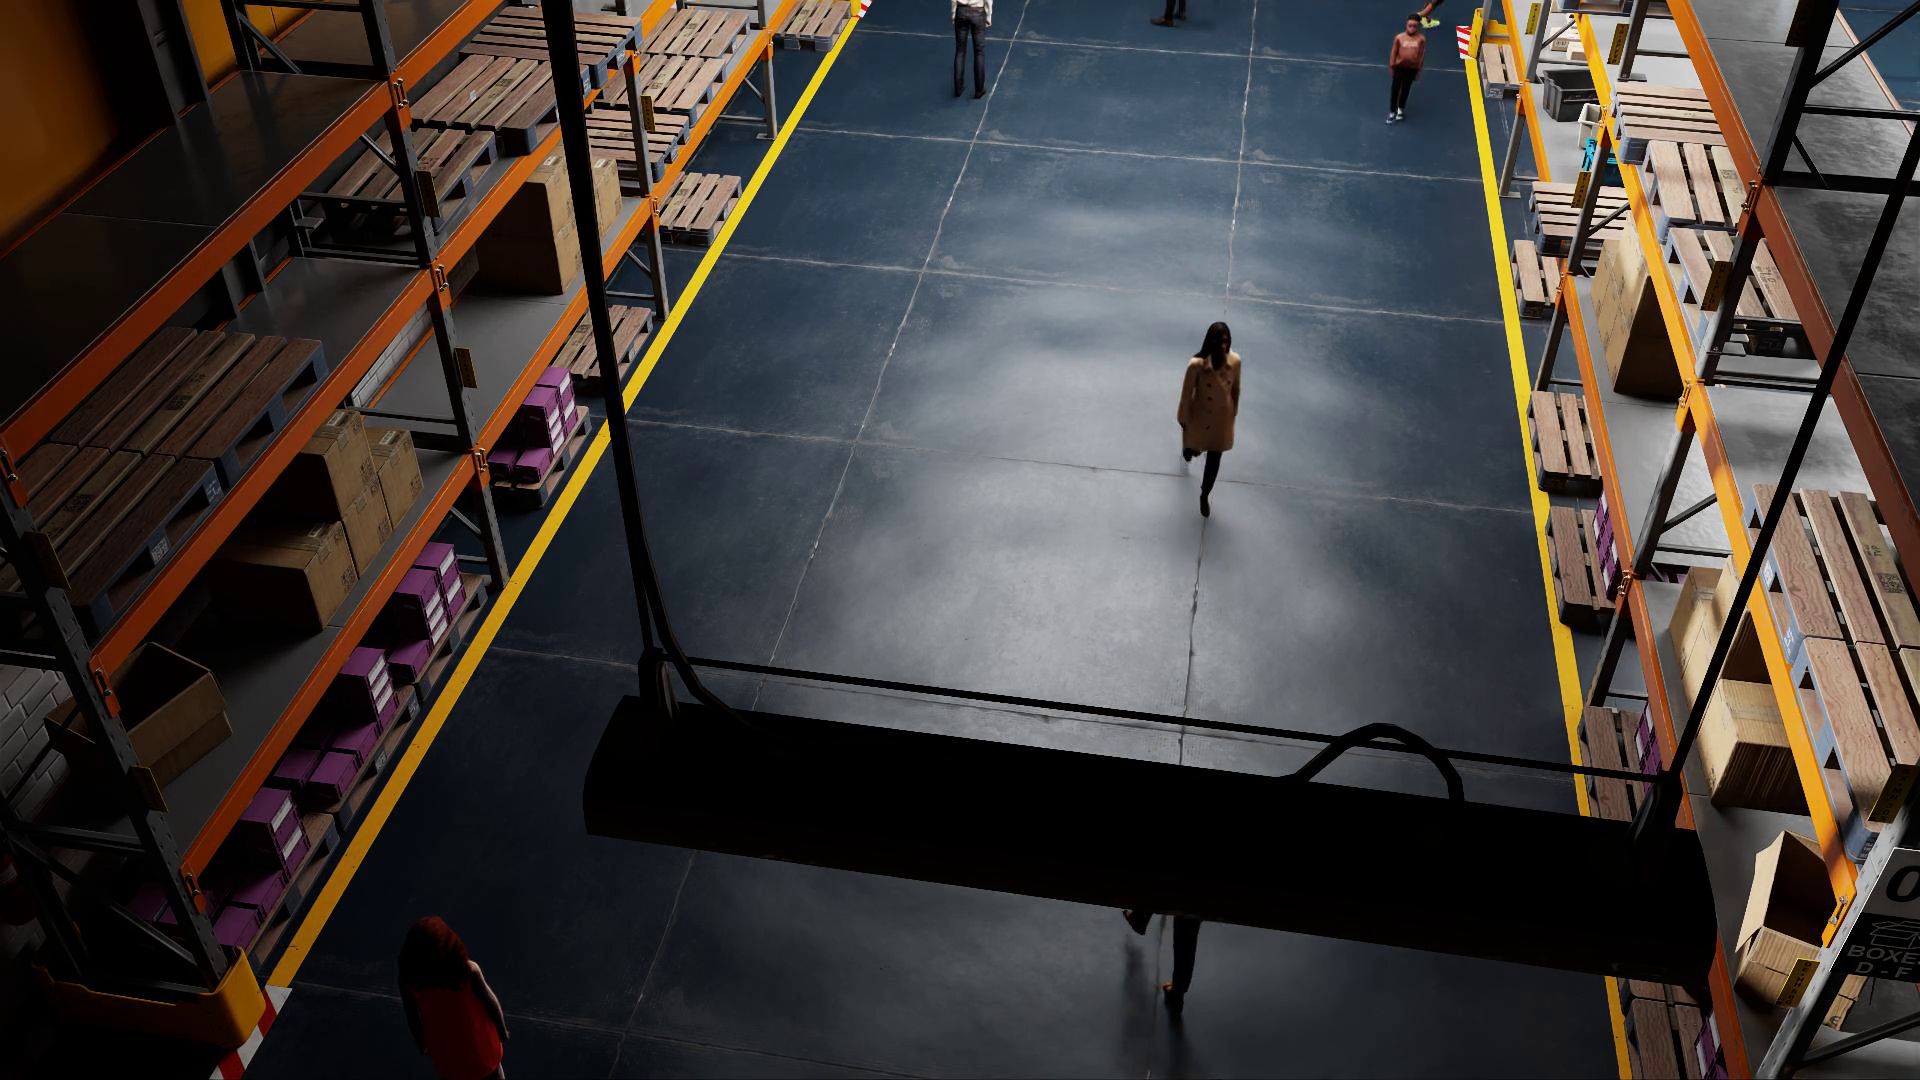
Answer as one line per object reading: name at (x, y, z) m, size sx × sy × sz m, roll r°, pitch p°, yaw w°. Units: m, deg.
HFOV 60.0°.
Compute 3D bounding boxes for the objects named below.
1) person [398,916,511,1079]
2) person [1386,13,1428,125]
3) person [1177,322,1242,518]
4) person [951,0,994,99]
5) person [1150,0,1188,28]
person at (-2.563, 2.559, 8.533) m, size 0.664 × 1.828 × 0.628 m, roll -7°, pitch 39°, yaw -9°
person at (5.103, -5.422, 18.995) m, size 0.514 × 1.243 × 0.605 m, roll 6°, pitch 39°, yaw 8°
person at (1.946, -1.011, 13.134) m, size 0.815 × 1.664 × 1.016 m, roll -4°, pitch 39°, yaw -6°
person at (0.122, -6.069, 19.304) m, size 0.644 × 1.868 × 0.528 m, roll 8°, pitch 39°, yaw 10°
person at (2.799, -7.414, 20.976) m, size 0.917 × 1.884 × 0.784 m, roll 22°, pitch 44°, yaw 25°
